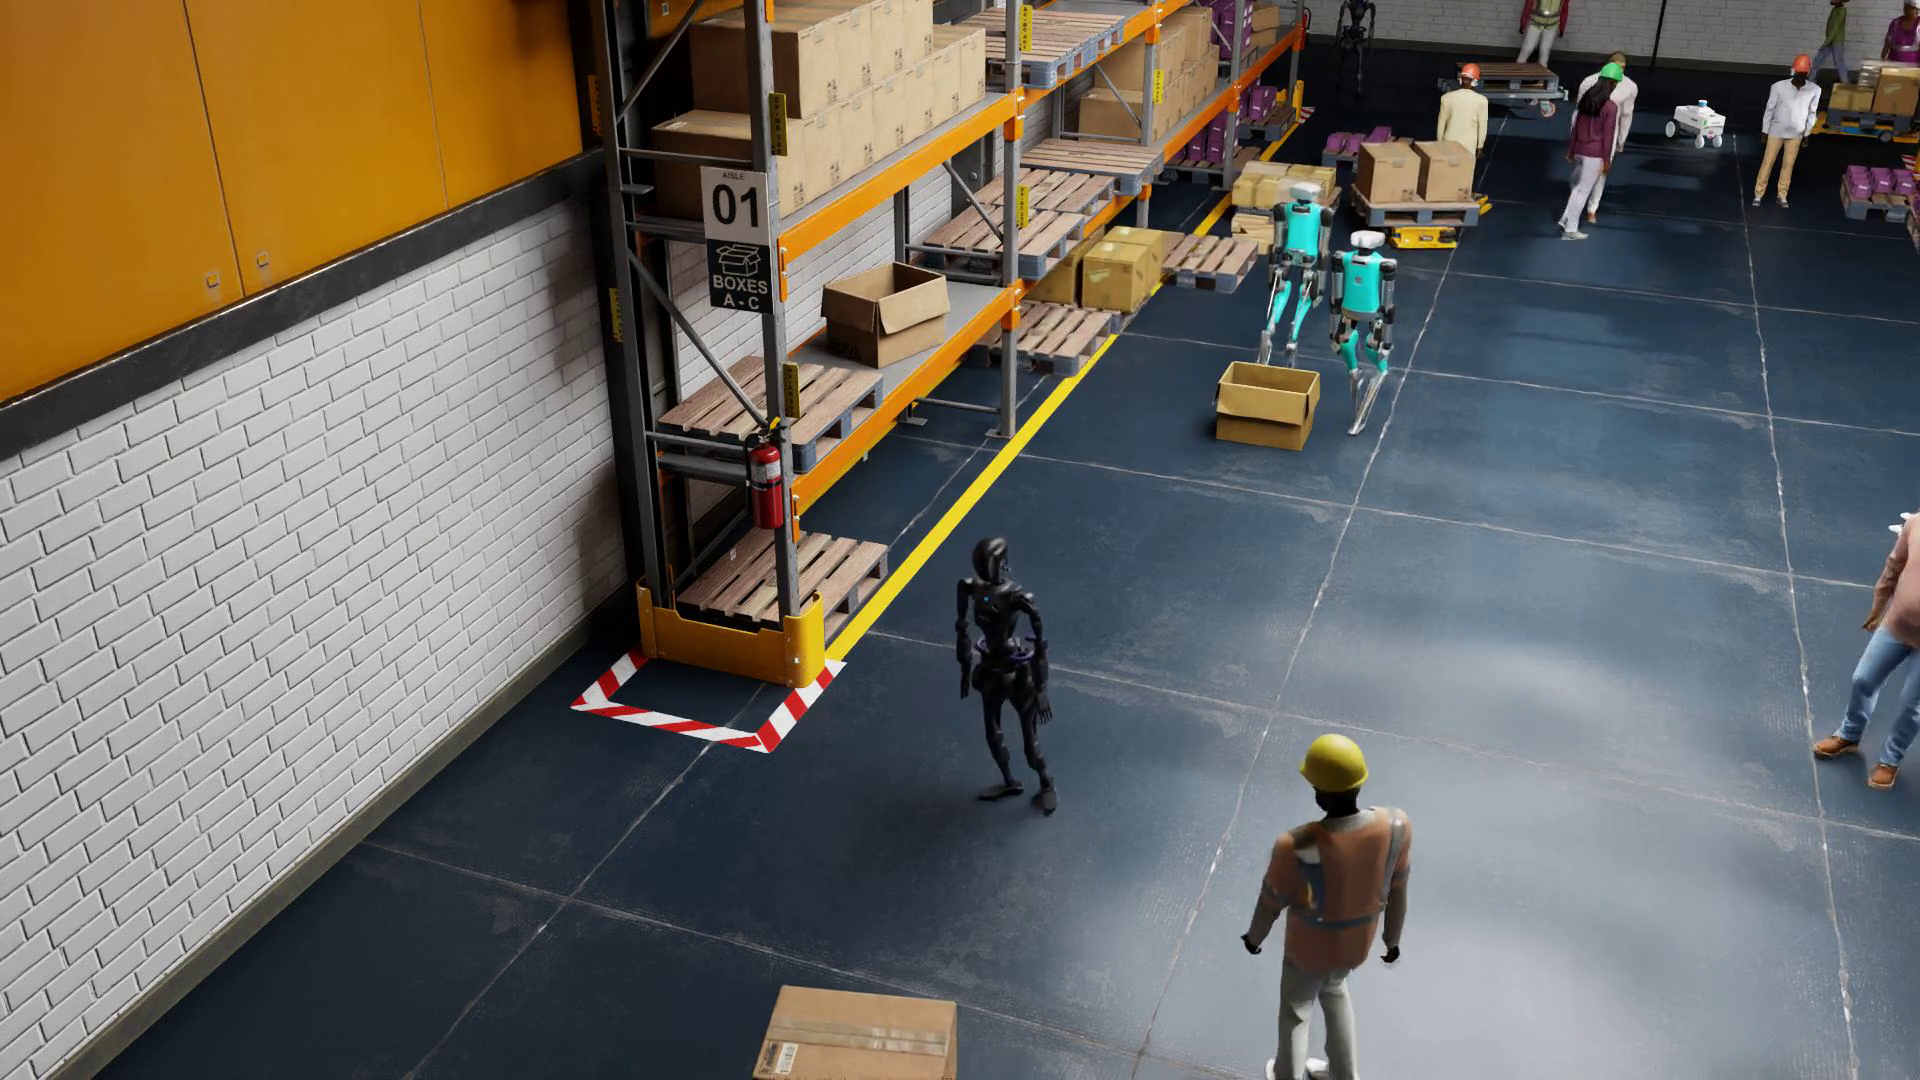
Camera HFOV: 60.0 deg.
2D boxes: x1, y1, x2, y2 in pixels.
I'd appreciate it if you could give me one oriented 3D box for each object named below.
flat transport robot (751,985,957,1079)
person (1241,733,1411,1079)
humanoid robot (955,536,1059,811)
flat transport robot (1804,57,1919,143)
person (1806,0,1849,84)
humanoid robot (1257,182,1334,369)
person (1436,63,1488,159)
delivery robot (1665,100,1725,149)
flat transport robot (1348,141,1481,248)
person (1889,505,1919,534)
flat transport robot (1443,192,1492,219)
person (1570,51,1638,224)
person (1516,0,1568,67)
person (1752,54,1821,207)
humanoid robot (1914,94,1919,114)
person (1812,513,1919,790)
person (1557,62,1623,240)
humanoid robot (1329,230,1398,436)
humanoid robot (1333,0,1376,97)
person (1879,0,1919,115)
[{"bbox_3d":[-0.503,2.710,6.493,1.431,0.231,0.659,-16,31,-28],"label":"flat transport robot"},{"bbox_3d":[1.497,1.608,6.838,0.623,1.906,0.431,-9,29,-17],"label":"person"},{"bbox_3d":[0.273,0.698,8.860,0.606,1.635,0.433,16,31,29],"label":"humanoid robot"},{"bbox_3d":[12.296,-5.635,22.682,1.431,0.231,0.659,13,30,24],"label":"flat transport robot"},{"bbox_3d":[12.851,-7.323,24.517,0.878,1.574,0.492,2,27,3],"label":"person"},{"bbox_3d":[2.771,-2.091,14.225,0.554,1.765,0.966,15,31,26],"label":"humanoid robot"},{"bbox_3d":[5.695,-4.523,18.913,0.561,1.742,0.335,15,31,27],"label":"person"},{"bbox_3d":[9.875,-5.577,22.260,0.499,0.598,0.802,-6,28,-11],"label":"delivery robot"},{"bbox_3d":[5.049,-3.555,18.646,0.659,0.231,1.431,-1,27,-1],"label":"flat transport robot"},{"bbox_3d":[6.983,-0.790,11.802,0.283,1.628,0.503,21,34,35],"label":"person"},{"bbox_3d":[5.499,-3.787,19.097,0.659,0.231,1.431,21,34,35],"label":"flat transport robot"},{"bbox_3d":[7.237,-4.594,18.854,0.656,1.928,0.567,5,28,9],"label":"person"},{"bbox_3d":[8.787,-7.748,25.114,0.740,1.814,0.506,1,27,2],"label":"person"},{"bbox_3d":[9.632,-4.764,19.369,0.562,1.751,0.328,7,28,12],"label":"person"},{"bbox_3d":[13.460,-6.784,23.438,0.607,1.633,0.800,20,34,34],"label":"humanoid robot"},{"bbox_3d":[5.168,0.503,8.940,0.440,1.953,0.662,-14,30,-25],"label":"person"},{"bbox_3d":[6.876,-4.214,18.125,0.463,1.921,0.557,-11,29,-20],"label":"person"},{"bbox_3d":[3.291,-1.625,13.428,0.540,1.900,0.754,17,32,30],"label":"humanoid robot"},{"bbox_3d":[5.862,-7.447,24.720,0.599,1.626,0.814,0,27,0],"label":"humanoid robot"},{"bbox_3d":[12.799,-6.479,22.636,0.552,1.817,0.590,22,35,36],"label":"person"}]
